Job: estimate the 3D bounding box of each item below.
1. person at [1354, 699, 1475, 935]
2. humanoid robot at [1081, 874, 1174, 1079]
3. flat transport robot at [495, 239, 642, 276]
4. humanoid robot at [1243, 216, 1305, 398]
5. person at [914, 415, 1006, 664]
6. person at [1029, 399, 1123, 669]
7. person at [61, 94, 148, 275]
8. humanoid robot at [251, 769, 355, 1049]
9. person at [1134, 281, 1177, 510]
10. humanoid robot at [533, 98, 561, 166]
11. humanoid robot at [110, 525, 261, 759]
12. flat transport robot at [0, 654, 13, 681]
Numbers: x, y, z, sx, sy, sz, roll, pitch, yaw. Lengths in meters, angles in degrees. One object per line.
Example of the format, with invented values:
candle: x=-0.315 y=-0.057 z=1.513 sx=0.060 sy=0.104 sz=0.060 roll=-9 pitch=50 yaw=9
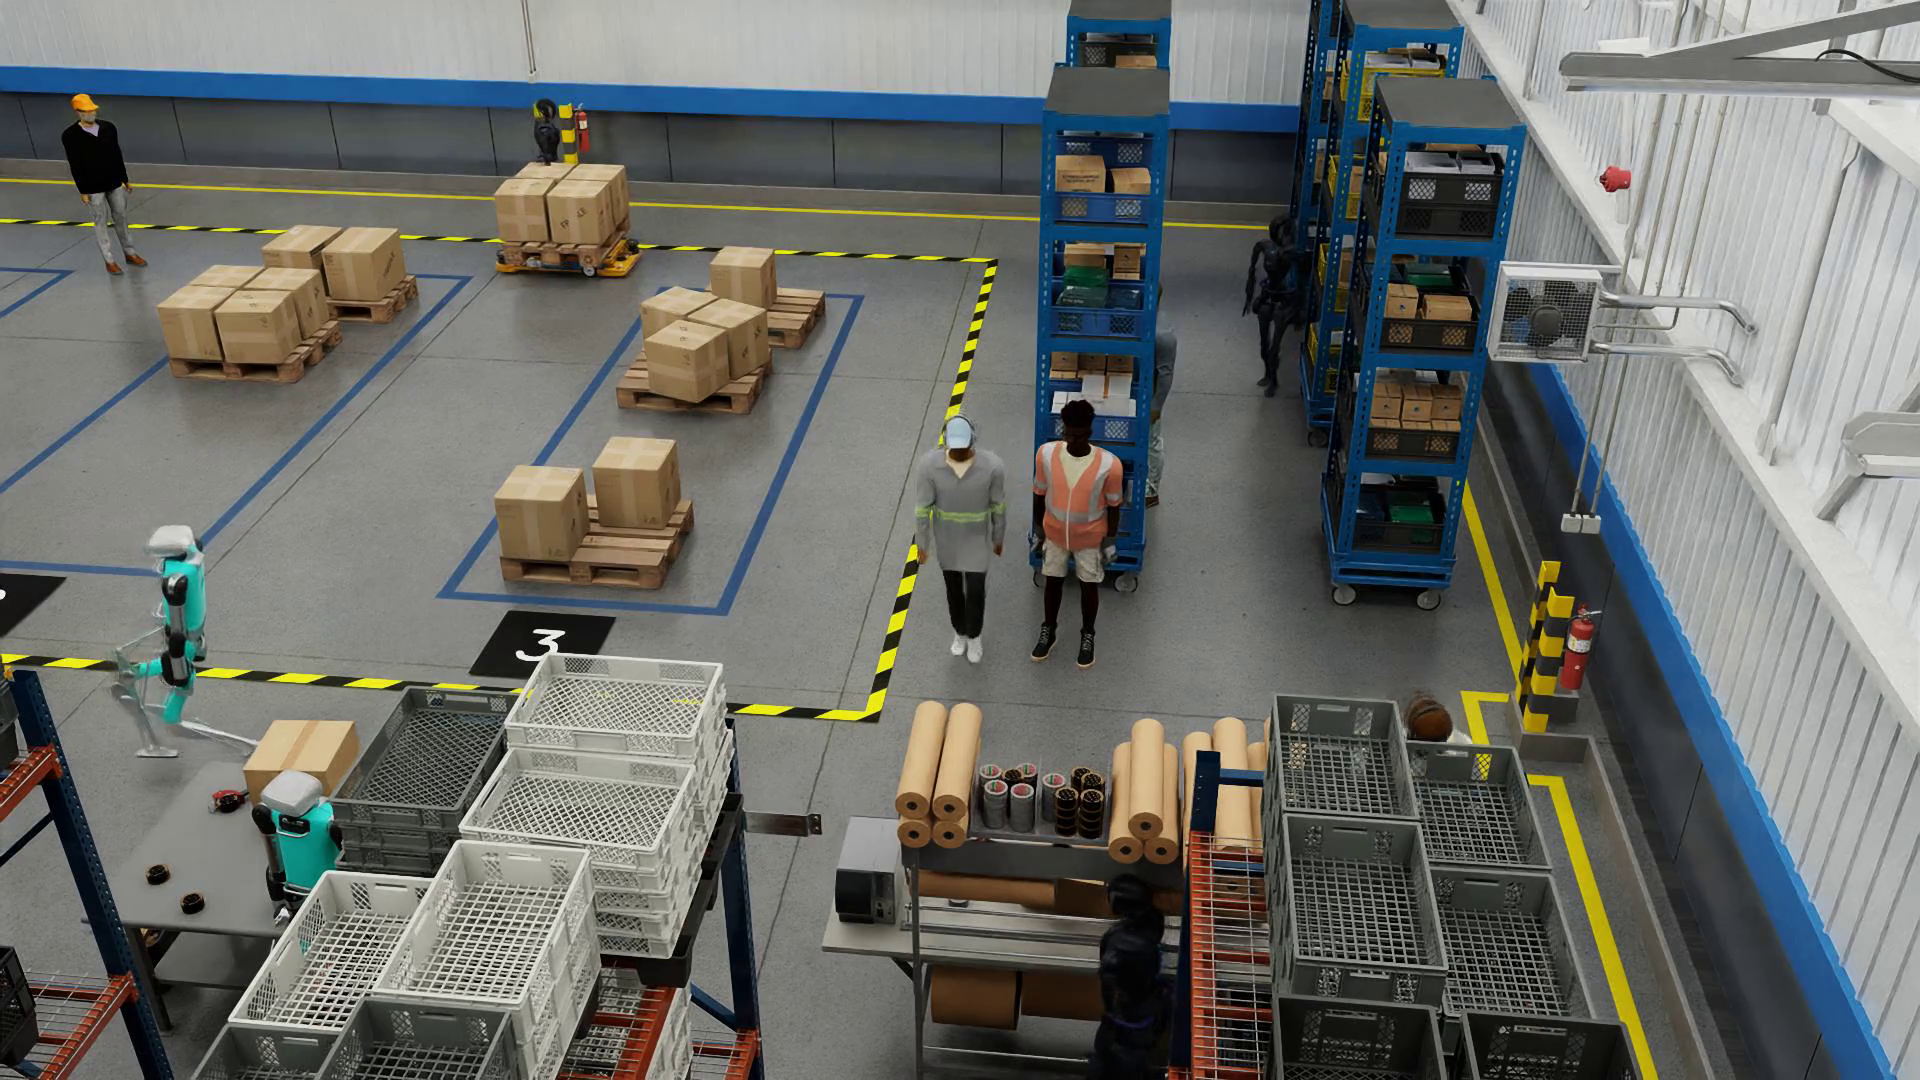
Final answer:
person: x=2.289 y=1.522 z=8.547 sx=0.629 sy=1.788 sz=0.989 roll=-1 pitch=30 yaw=-2
humanoid robot: x=0.828 y=2.220 z=7.526 sx=0.768 sy=1.644 sz=0.611 roll=18 pitch=35 yaw=28
flat transport robot: x=-4.221 y=-3.080 z=17.937 sx=1.431 sy=0.197 sz=0.652 roll=3 pitch=30 yaw=6
humanoid robot: x=2.796 y=-2.113 z=14.907 sx=0.610 sy=1.637 sz=0.533 roll=23 pitch=37 yaw=33
person: x=-0.010 y=0.011 z=11.095 sx=0.605 sy=1.830 sz=0.566 roll=3 pitch=30 yaw=5
person: x=0.759 y=-0.040 z=11.056 sx=0.603 sy=1.966 sz=0.373 roll=10 pitch=32 yaw=17
person: x=-9.018 y=-3.749 z=17.508 sx=0.361 sy=1.884 sz=0.586 roll=18 pitch=35 yaw=28
humanoid robot: x=-3.090 y=1.925 z=7.774 sx=0.533 sy=1.677 sz=0.735 roll=9 pitch=31 yaw=15
person: x=1.430 y=-1.153 z=12.994 sx=0.371 sy=1.940 sz=0.627 roll=-12 pitch=32 yaw=-19
humanoid robot: x=-4.481 y=-4.026 z=18.232 sx=0.794 sy=1.623 sz=0.596 roll=-2 pitch=30 yaw=-3
humanoid robot: x=-4.816 y=0.710 z=10.014 sx=1.056 sy=1.728 sz=0.554 roll=-5 pitch=31 yaw=-8
flat transport robot: x=-7.142 y=0.969 z=11.010 sx=1.431 sy=0.231 sz=0.659 roll=3 pitch=30 yaw=6
